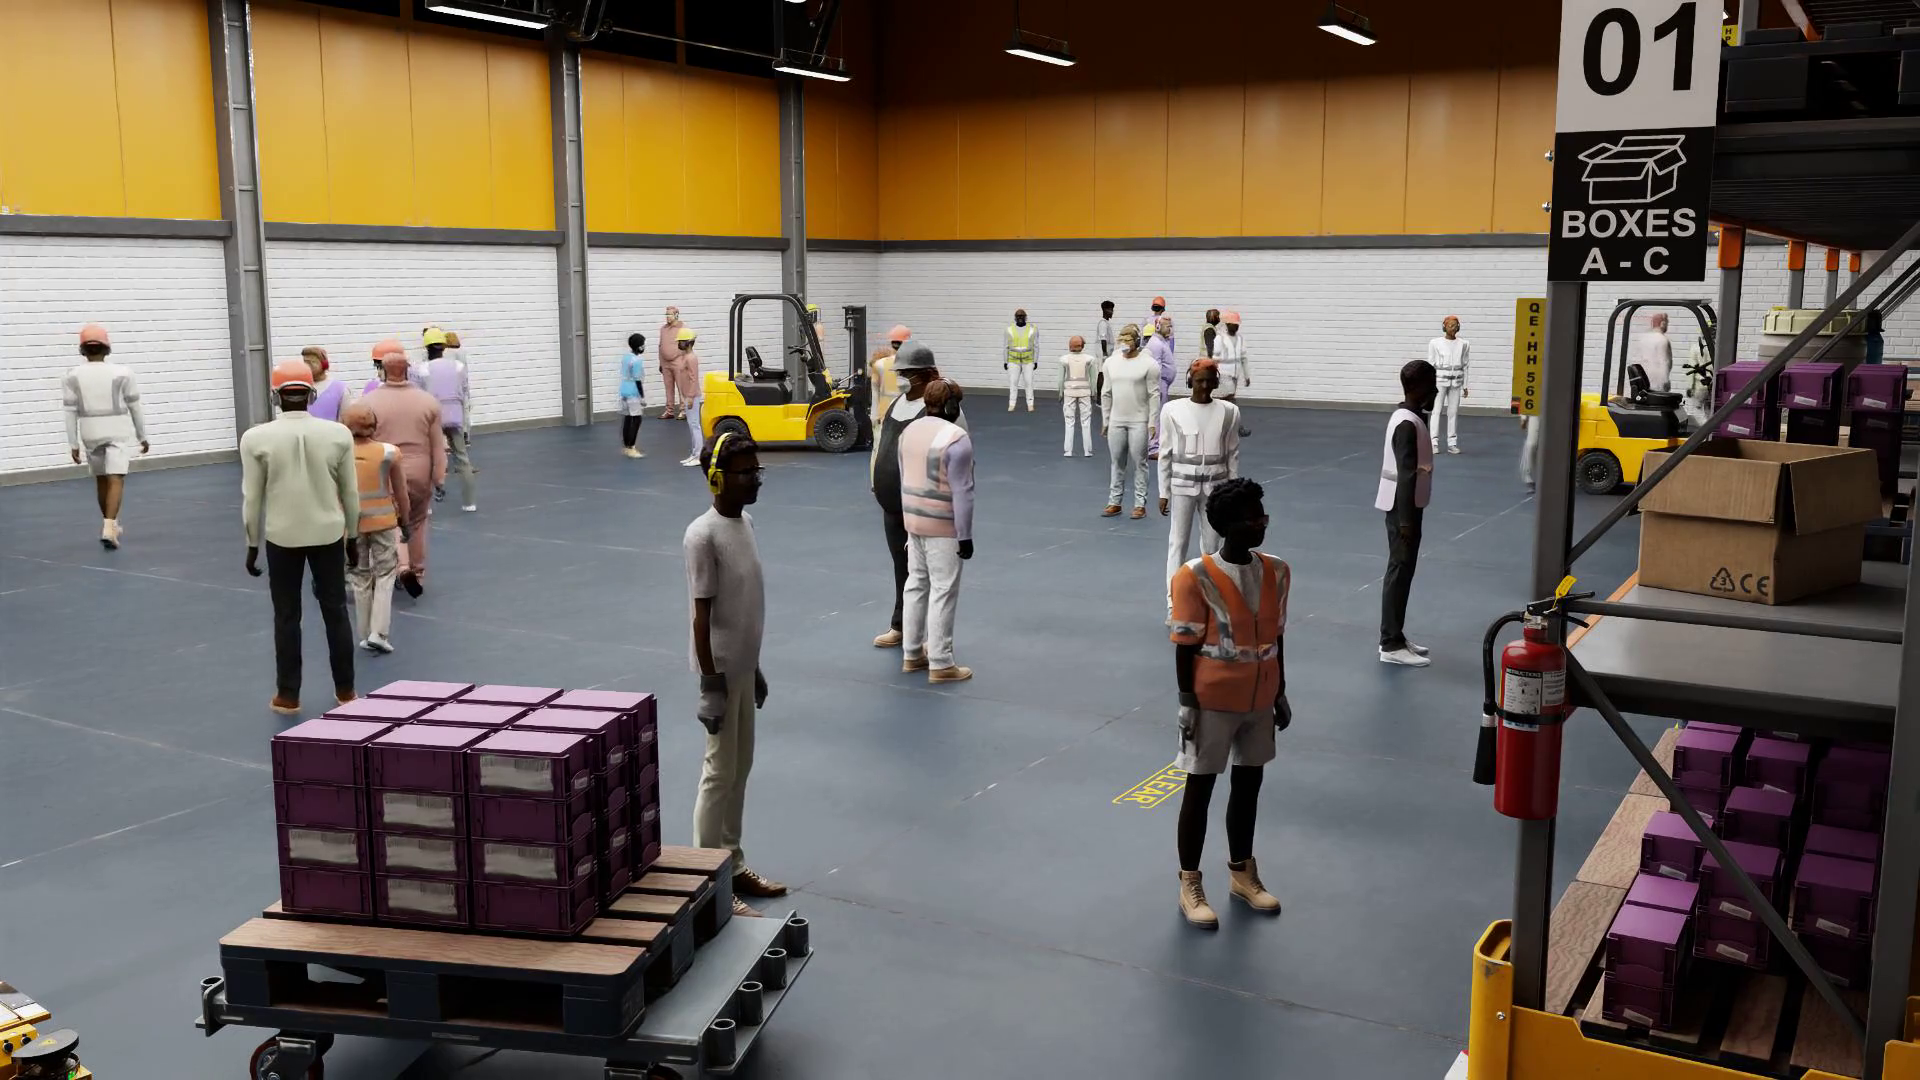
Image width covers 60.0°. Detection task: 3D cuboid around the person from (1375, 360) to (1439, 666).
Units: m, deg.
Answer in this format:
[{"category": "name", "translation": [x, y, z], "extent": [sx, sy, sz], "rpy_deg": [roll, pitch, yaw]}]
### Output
[{"category": "person", "translation": [2.820, -0.180, 10.525], "extent": [0.376, 1.917, 0.600], "rpy_deg": [2, 9, 15]}]

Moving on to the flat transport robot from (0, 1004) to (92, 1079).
[{"category": "flat transport robot", "translation": [-3.301, 1.514, 5.078], "extent": [1.431, 0.197, 0.652], "rpy_deg": [7, 12, 39]}]

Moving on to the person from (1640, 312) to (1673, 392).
[{"category": "person", "translation": [10.195, -2.381, 24.342], "extent": [0.661, 1.893, 0.666], "rpy_deg": [0, 9, -2]}]

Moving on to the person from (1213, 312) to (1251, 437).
[{"category": "person", "translation": [4.102, -2.510, 25.179], "extent": [0.563, 1.886, 0.986], "rpy_deg": [-5, 11, -31]}]

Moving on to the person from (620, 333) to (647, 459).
[{"category": "person", "translation": [-4.379, -1.928, 22.231], "extent": [0.318, 1.664, 0.655], "rpy_deg": [-5, 10, -26]}]

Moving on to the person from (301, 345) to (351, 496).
[{"category": "person", "translation": [-5.554, -0.781, 14.512], "extent": [0.568, 1.842, 0.373], "rpy_deg": [2, 9, 14]}]

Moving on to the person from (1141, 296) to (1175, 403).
[{"category": "person", "translation": [3.577, -3.373, 30.067], "extent": [0.606, 2.044, 0.373], "rpy_deg": [3, 10, 18]}]

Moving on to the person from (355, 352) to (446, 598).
[{"category": "person", "translation": [-4.190, -0.471, 12.509], "extent": [0.660, 1.870, 0.810], "rpy_deg": [-5, 10, -27]}]

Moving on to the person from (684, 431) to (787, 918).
[{"category": "person", "translation": [-0.861, 0.513, 6.351], "extent": [0.314, 1.869, 0.536], "rpy_deg": [2, 9, 12]}]

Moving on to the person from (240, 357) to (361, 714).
[{"category": "person", "translation": [-3.686, -0.026, 9.336], "extent": [0.613, 1.993, 0.384], "rpy_deg": [-6, 11, -31]}]

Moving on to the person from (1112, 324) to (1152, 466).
[{"category": "person", "translation": [2.117, -1.741, 20.518], "extent": [0.507, 1.840, 0.343], "rpy_deg": [1, 9, 3]}]

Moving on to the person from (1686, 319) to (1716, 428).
[{"category": "person", "translation": [10.497, -2.180, 23.350], "extent": [0.637, 1.813, 0.544], "rpy_deg": [-2, 9, -11]}]

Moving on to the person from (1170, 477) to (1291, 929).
[{"category": "person", "translation": [1.029, 0.606, 6.302], "extent": [0.538, 1.700, 0.317], "rpy_deg": [-5, 10, -28]}]

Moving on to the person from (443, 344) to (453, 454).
[{"category": "person", "translation": [-7.074, -1.950, 22.476], "extent": [0.526, 1.619, 0.512], "rpy_deg": [-8, 12, -41]}]

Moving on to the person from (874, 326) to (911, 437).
[{"category": "person", "translation": [-0.655, -1.364, 18.012], "extent": [0.549, 1.883, 0.985], "rpy_deg": [2, 9, 9]}]

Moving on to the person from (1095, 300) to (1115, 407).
[{"category": "person", "translation": [2.664, -3.425, 30.638], "extent": [0.374, 1.963, 0.608], "rpy_deg": [1, 9, 4]}]

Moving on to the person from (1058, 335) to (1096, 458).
[{"category": "person", "translation": [1.559, -1.909, 22.194], "extent": [0.515, 1.636, 0.315], "rpy_deg": [0, 9, 2]}]

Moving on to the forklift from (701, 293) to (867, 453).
[{"category": "forklift", "translation": [-2.458, -2.344, 23.176], "extent": [2.313, 2.155, 1.214], "rpy_deg": [0, 9, -2]}]

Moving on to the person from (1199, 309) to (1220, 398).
[{"category": "person", "translation": [4.383, -3.098, 28.980], "extent": [0.430, 1.845, 0.619], "rpy_deg": [1, 9, 4]}]

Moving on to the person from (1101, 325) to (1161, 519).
[{"category": "person", "translation": [1.707, -1.180, 16.702], "extent": [0.628, 1.939, 0.375], "rpy_deg": [5, 11, 30]}]

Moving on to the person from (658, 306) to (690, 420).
[{"category": "person", "translation": [-4.821, -2.964, 27.973], "extent": [0.657, 1.907, 0.405], "rpy_deg": [5, 10, 28]}]

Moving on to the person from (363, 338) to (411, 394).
[{"category": "person", "translation": [-4.610, -0.665, 13.495], "extent": [0.373, 1.934, 0.552], "rpy_deg": [-8, 12, -40]}]

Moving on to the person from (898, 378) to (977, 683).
[{"category": "person", "translation": [-0.132, -0.063, 10.111], "extent": [0.431, 1.833, 0.642], "rpy_deg": [-6, 11, -34]}]

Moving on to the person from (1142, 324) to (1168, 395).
[{"category": "person", "translation": [2.623, -2.100, 22.985], "extent": [0.527, 1.768, 0.331], "rpy_deg": [1, 9, 8]}]

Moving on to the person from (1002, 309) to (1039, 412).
[{"category": "person", "translation": [1.076, -3.187, 29.599], "extent": [0.644, 1.832, 0.431], "rpy_deg": [1, 9, 4]}]

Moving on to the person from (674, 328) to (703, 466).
[{"category": "person", "translation": [-3.467, -1.822, 21.249], "extent": [0.328, 1.767, 0.532], "rpy_deg": [-2, 9, -13]}]

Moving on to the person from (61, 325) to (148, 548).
[{"category": "person", "translation": [-7.717, -0.935, 14.998], "extent": [0.625, 2.006, 1.020], "rpy_deg": [-2, 9, -14]}]

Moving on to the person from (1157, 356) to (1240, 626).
[{"category": "person", "translation": [1.662, -0.334, 11.594], "extent": [0.575, 1.885, 0.355], "rpy_deg": [-1, 9, -3]}]

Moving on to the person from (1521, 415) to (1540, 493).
[{"category": "person", "translation": [6.557, -1.395, 18.470], "extent": [0.624, 1.807, 0.447], "rpy_deg": [2, 9, 9]}]

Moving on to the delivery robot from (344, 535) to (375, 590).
[{"category": "delivery robot", "translation": [-4.525, 0.117, 12.625], "extent": [0.477, 0.478, 0.707], "rpy_deg": [1, 9, 7]}]

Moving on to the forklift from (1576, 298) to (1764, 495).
[{"category": "forklift", "translation": [7.954, -1.589, 18.462], "extent": [2.313, 2.155, 1.214], "rpy_deg": [5, 11, 30]}]

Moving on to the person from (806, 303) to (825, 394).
[{"category": "person", "translation": [-2.617, -3.261, 29.737], "extent": [0.384, 1.922, 0.594], "rpy_deg": [-4, 10, -22]}]

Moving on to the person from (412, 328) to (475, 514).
[{"category": "person", "translation": [-5.325, -1.216, 17.042], "extent": [0.618, 1.918, 0.400], "rpy_deg": [-7, 12, -39]}]

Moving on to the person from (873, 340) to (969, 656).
[{"category": "person", "translation": [-0.305, -0.273, 10.728], "extent": [0.538, 2.000, 0.689], "rpy_deg": [-8, 12, -42]}]

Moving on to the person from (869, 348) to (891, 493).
[{"category": "person", "translation": [-0.853, -1.302, 18.417], "extent": [0.286, 1.633, 0.499], "rpy_deg": [-2, 9, -15]}]

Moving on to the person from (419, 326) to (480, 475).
[{"category": "person", "translation": [-6.177, -1.679, 20.188], "extent": [0.693, 1.834, 0.357], "rpy_deg": [-5, 11, -30]}]

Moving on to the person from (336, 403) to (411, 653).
[{"category": "person", "translation": [-3.811, -0.066, 10.712], "extent": [0.529, 1.633, 0.455], "rpy_deg": [-3, 10, -19]}]

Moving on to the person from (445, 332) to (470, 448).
[{"category": "person", "translation": [-7.149, -2.119, 23.512], "extent": [0.274, 1.632, 0.503], "rpy_deg": [4, 10, 25]}]

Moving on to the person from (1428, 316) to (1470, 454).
[{"category": "person", "translation": [6.659, -2.113, 22.695], "extent": [0.574, 1.885, 0.355], "rpy_deg": [-1, 9, -5]}]

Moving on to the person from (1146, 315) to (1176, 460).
[{"category": "person", "translation": [2.658, -2.010, 21.998], "extent": [0.401, 1.905, 0.642], "rpy_deg": [2, 9, 12]}]
